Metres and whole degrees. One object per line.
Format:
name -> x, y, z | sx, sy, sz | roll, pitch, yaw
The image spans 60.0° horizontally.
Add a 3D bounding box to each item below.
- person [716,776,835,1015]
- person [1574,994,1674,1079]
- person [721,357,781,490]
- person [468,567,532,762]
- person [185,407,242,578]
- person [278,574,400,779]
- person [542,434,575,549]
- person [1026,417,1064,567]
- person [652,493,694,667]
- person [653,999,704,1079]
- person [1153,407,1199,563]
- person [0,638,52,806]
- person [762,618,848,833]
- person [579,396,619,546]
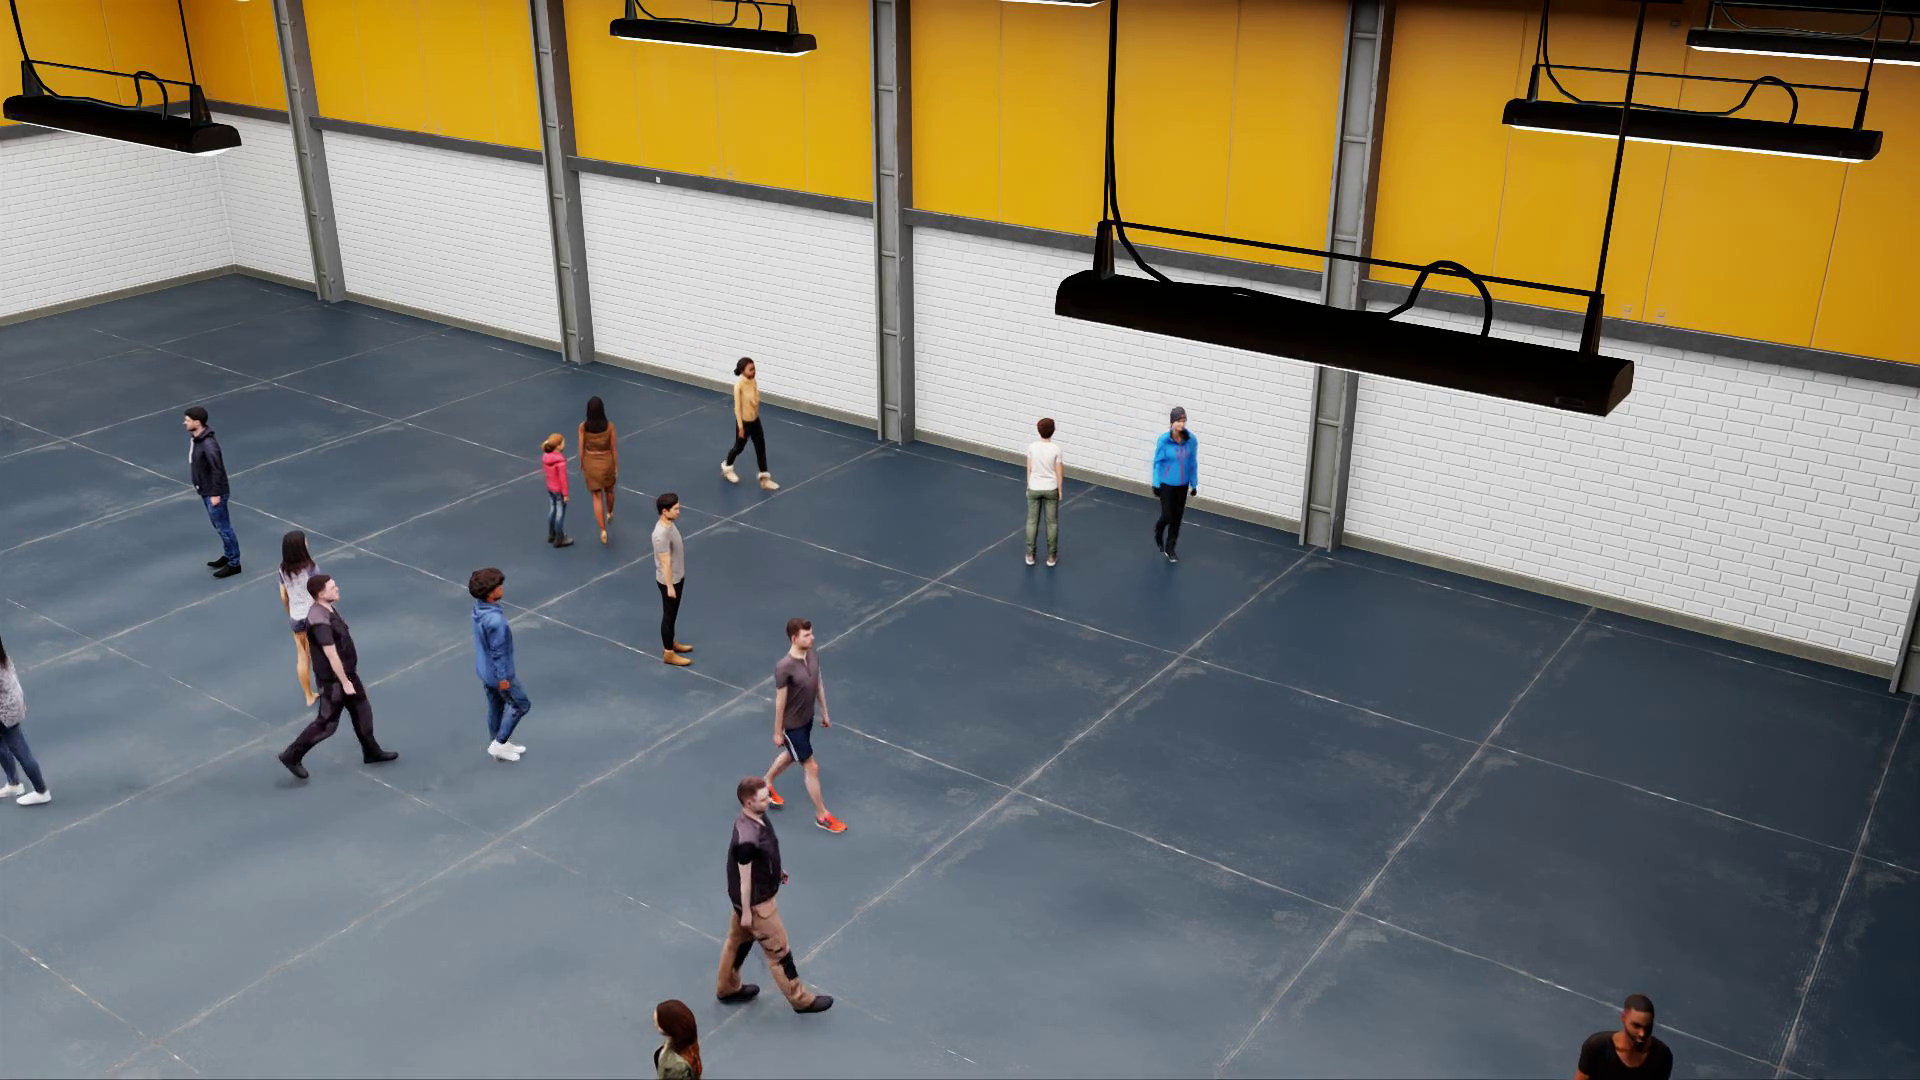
person -> -1.483, 2.390, 11.186 | 1.182, 1.803, 1.067 | -1, 24, -3
person -> 3.644, 3.229, 9.279 | 0.860, 1.793, 0.893 | 3, 24, 7
person -> -2.635, -1.415, 20.109 | 1.083, 1.628, 0.603 | 16, 28, 32
person -> -4.017, 1.100, 14.144 | 0.854, 1.798, 0.731 | -12, 27, -26
person -> -7.966, -0.538, 17.771 | 0.809, 1.894, 0.654 | -14, 27, -29
person -> -5.341, 1.170, 13.958 | 1.230, 1.817, 1.184 | -5, 24, -10
person -> -4.514, -0.553, 18.533 | 0.614, 1.310, 0.489 | -20, 30, -38
person -> 0.904, -0.530, 18.056 | 0.595, 1.650, 0.691 | 4, 24, 9
person -> -2.790, 0.353, 15.960 | 0.719, 1.712, 0.686 | -1, 24, -2
person -> -1.613, 3.258, 9.608 | 0.709, 1.477, 0.650 | -4, 24, -9
person -> 2.299, -0.631, 18.114 | 0.797, 1.789, 0.856 | -6, 24, -13
person -> -7.693, 1.397, 13.563 | 0.887, 1.719, 0.826 | -6, 24, -12
person -> -1.377, 1.446, 13.339 | 1.206, 1.808, 0.739 | 12, 26, 25
person -> -4.024, -0.744, 18.561 | 1.010, 1.639, 1.099 | -5, 24, -11
